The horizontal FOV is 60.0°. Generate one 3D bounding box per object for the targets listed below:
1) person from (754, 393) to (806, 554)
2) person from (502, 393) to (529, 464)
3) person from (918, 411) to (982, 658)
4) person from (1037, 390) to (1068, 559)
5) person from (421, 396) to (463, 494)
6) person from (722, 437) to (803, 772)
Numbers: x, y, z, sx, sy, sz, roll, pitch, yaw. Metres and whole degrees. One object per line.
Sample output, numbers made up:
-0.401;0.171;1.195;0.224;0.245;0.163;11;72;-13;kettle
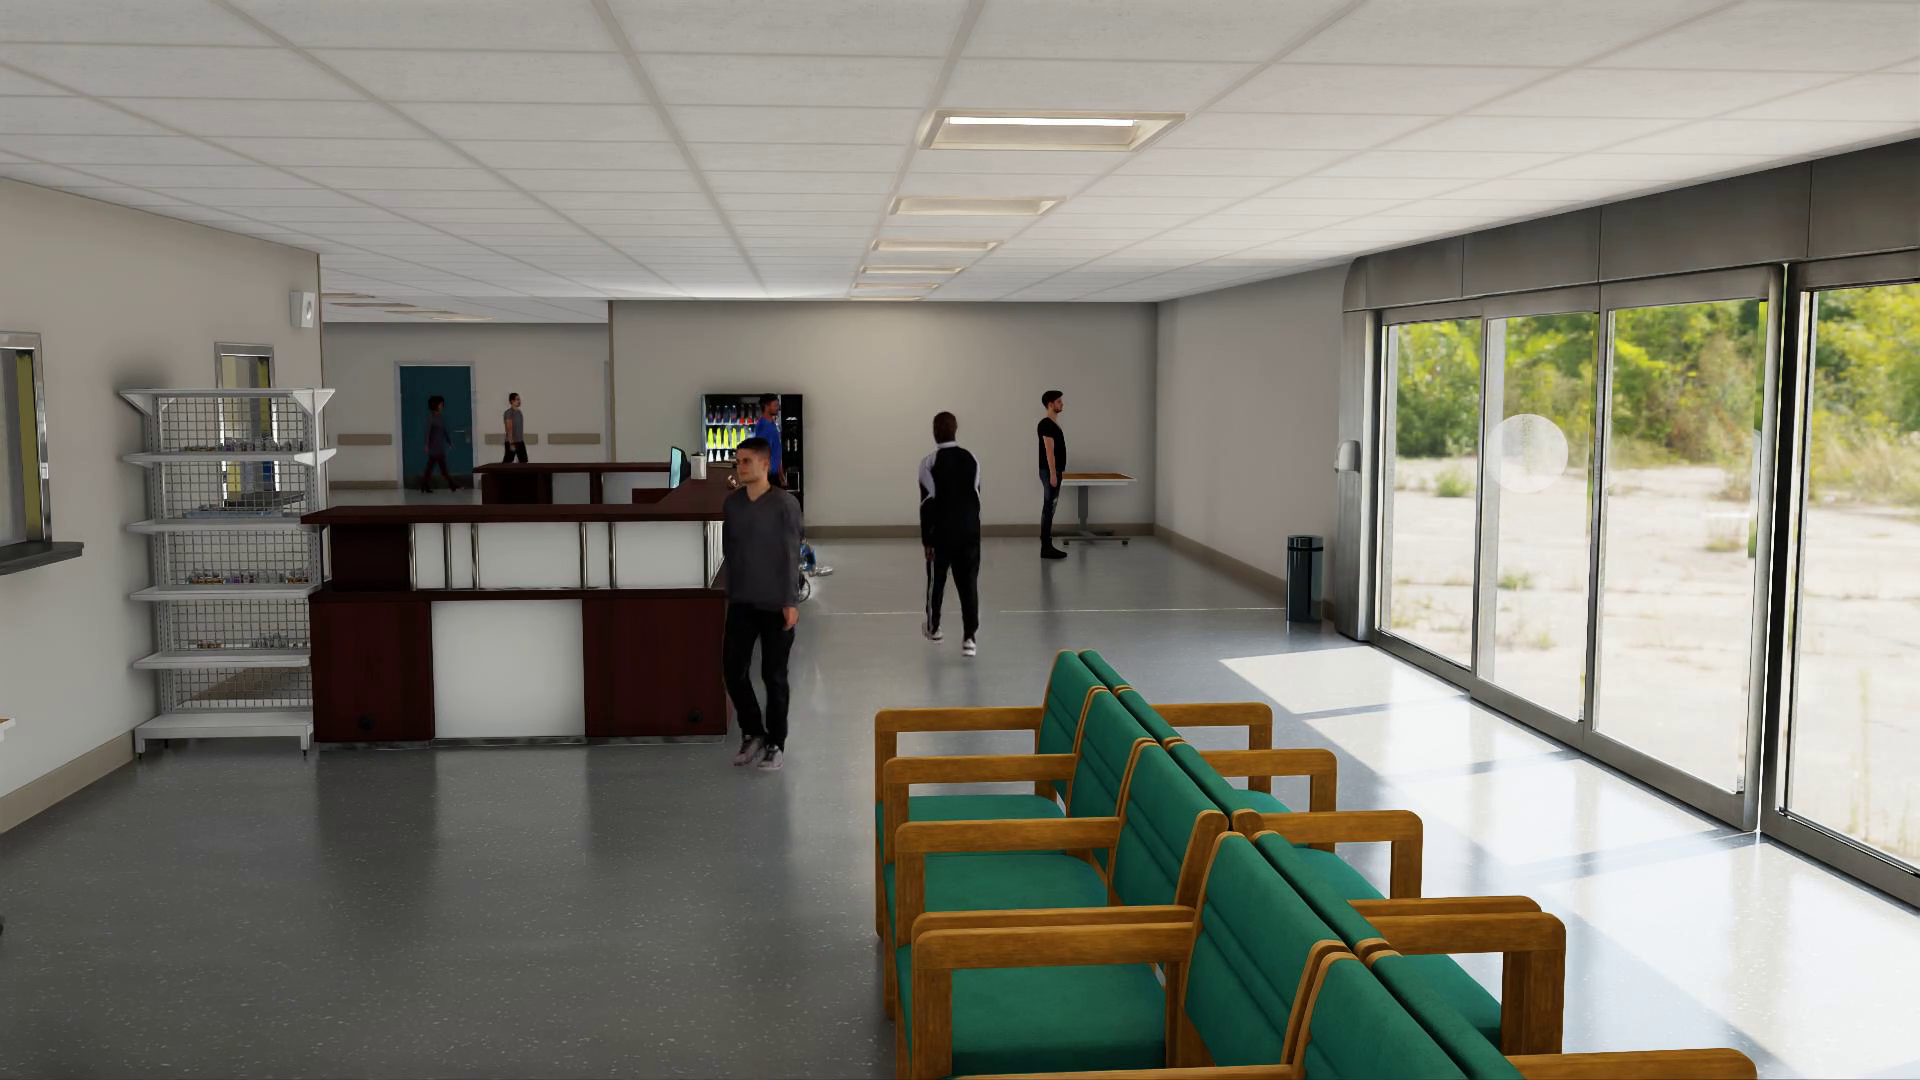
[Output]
-2.271;-0.723;18.914;1.232;1.836;0.690;0;6;1;person
-7.785;-1.658;28.737;1.215;1.729;0.892;2;6;16;person
-0.020;-0.008;12.061;1.186;1.785;0.869;-1;6;-14;person
1.032;-0.754;18.911;0.640;1.897;0.708;1;6;6;person
-9.039;-1.597;28.418;1.127;1.671;0.814;1;6;13;person
-1.014;0.338;8.797;0.644;1.749;0.760;1;6;12;person
